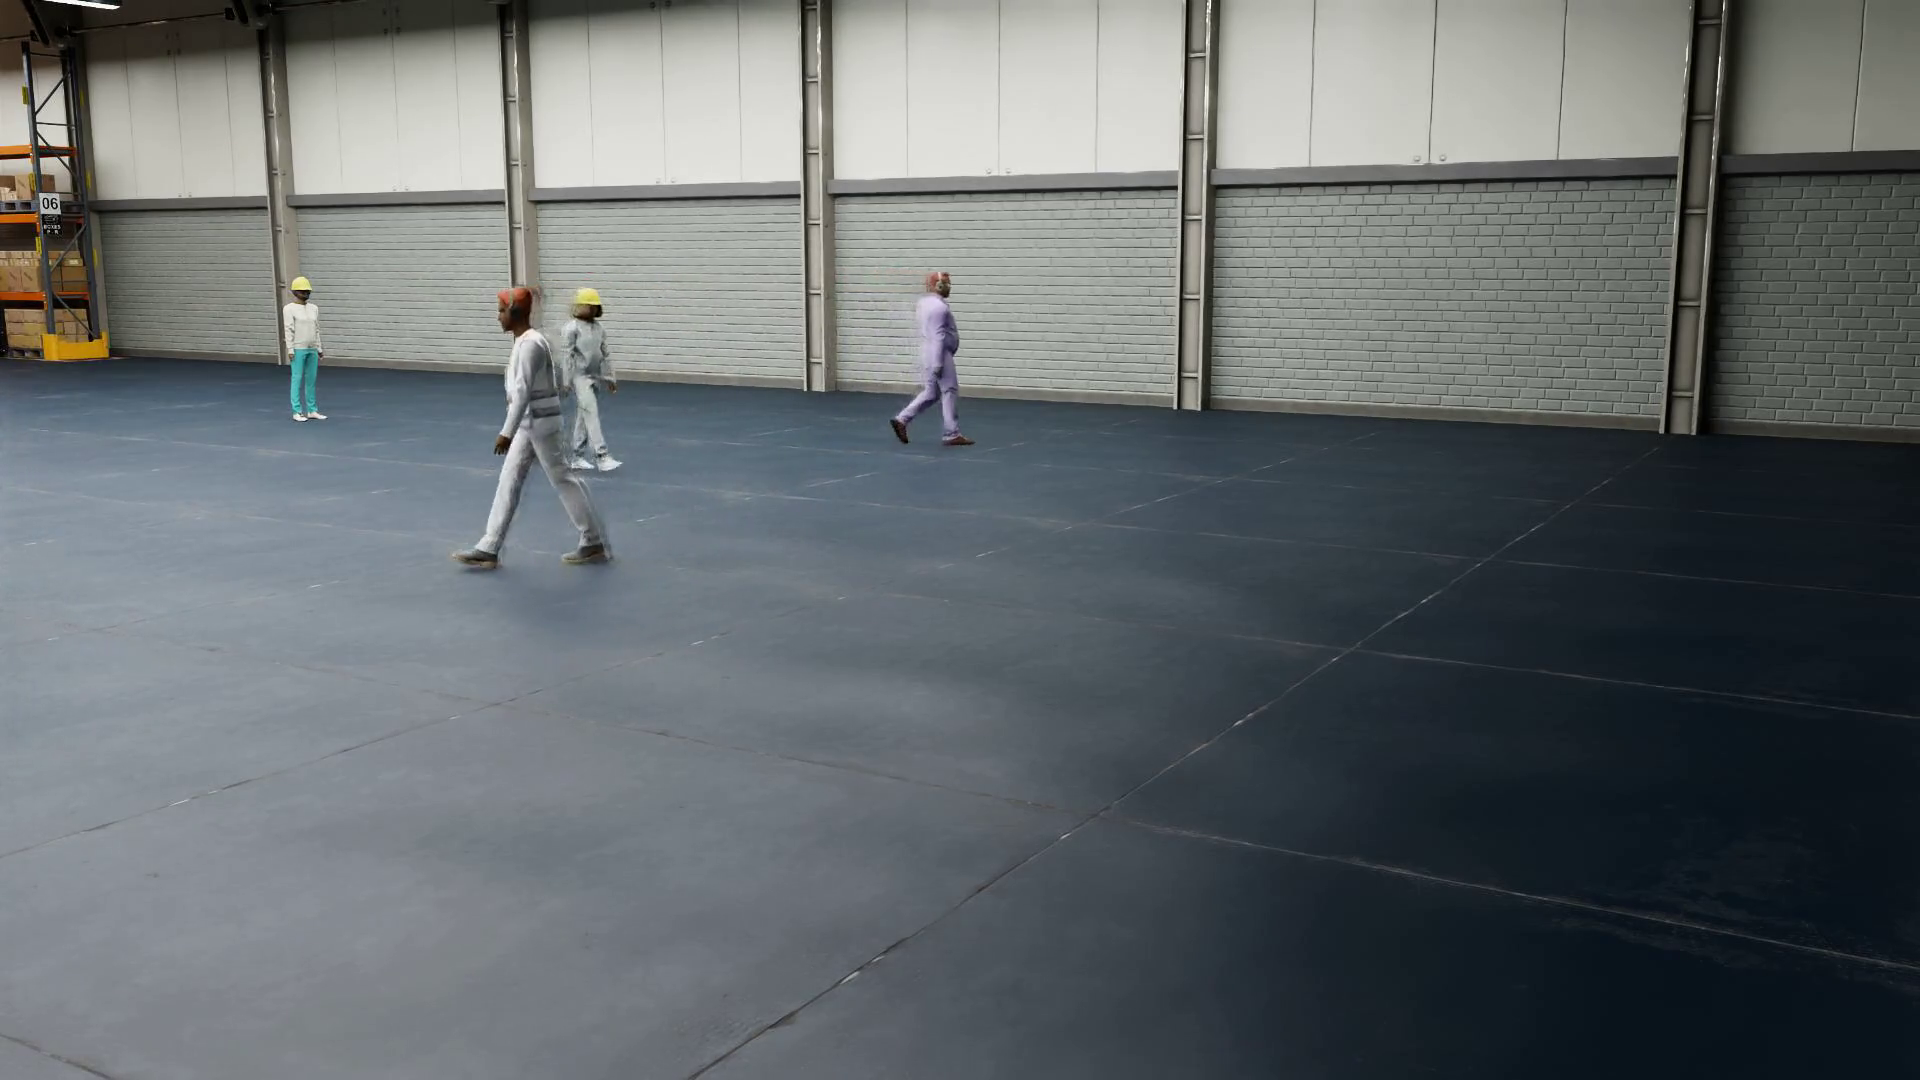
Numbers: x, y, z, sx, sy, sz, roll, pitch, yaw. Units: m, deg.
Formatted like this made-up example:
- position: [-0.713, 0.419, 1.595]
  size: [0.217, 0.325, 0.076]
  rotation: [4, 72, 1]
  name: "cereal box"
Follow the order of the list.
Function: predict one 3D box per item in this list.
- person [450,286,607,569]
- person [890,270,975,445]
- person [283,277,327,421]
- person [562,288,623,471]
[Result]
- position: [-2.787, -0.720, 10.785]
  size: [1.008, 1.828, 0.567]
  rotation: [-4, 11, -23]
  name: "person"
- position: [-0.296, -1.937, 17.759]
  size: [0.822, 1.883, 0.650]
  rotation: [-2, 10, -12]
  name: "person"
- position: [-8.065, -2.346, 20.480]
  size: [0.310, 1.768, 0.533]
  rotation: [4, 11, 24]
  name: "person"
- position: [-3.404, -1.494, 15.621]
  size: [0.821, 1.706, 0.512]
  rotation: [5, 11, 29]
  name: "person"
